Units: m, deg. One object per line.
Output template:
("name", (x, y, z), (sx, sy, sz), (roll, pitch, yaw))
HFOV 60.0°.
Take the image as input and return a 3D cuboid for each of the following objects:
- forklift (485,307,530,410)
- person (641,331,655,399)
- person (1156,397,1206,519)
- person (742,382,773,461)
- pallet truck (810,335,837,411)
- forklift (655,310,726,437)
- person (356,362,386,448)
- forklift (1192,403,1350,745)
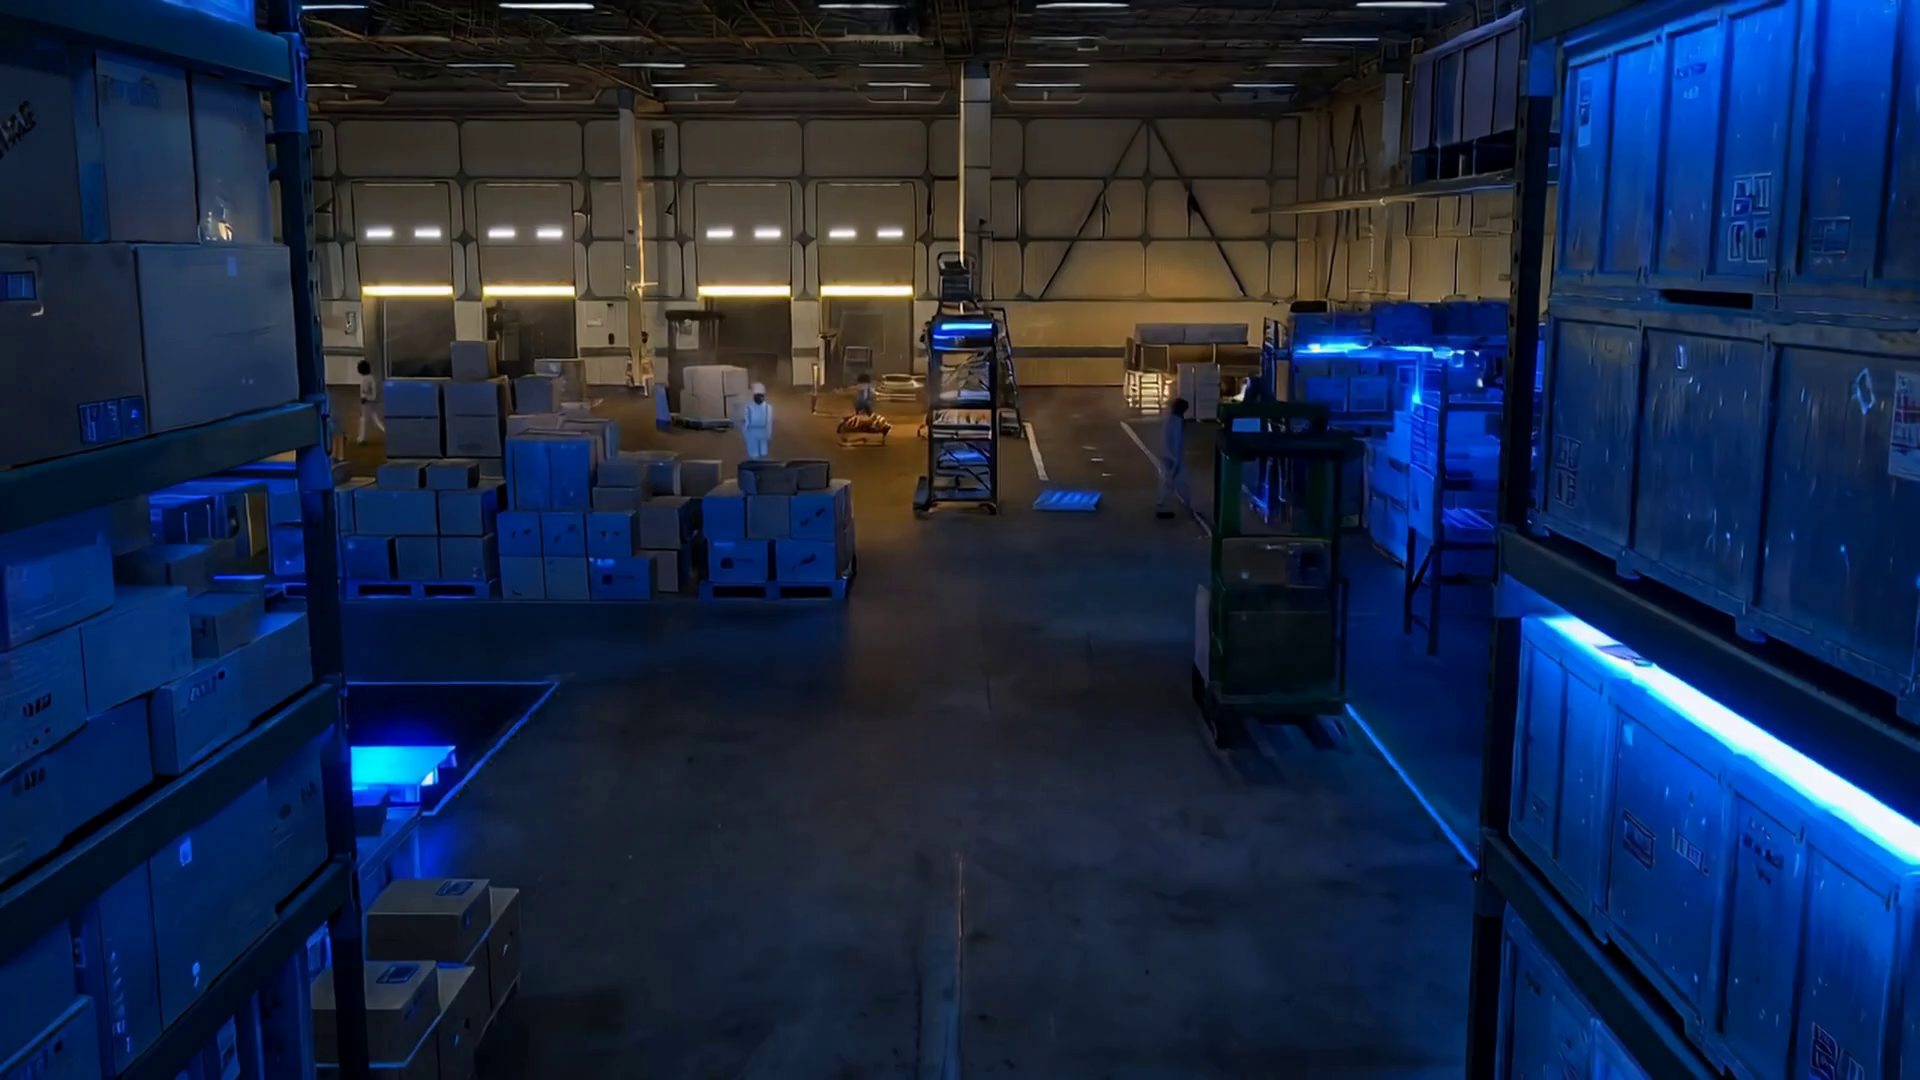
("forklift", (-10.754, -4.150, 39.646), (1.129, 2.768, 1.873), (0, 10, 1))
("person", (-8.837, -4.961, 47.079), (0.386, 1.929, 0.544), (-8, 12, -37))
("person", (3.450, -1.263, 25.807), (0.882, 1.901, 0.652), (-2, 10, -11))
("person", (-3.528, -1.805, 28.908), (0.554, 1.921, 0.784), (-3, 10, -15))
("pallet truck", (-3.021, -4.312, 43.126), (1.885, 1.965, 0.823), (3, 10, 17))
("forklift", (-6.209, -3.840, 37.859), (1.129, 2.768, 1.873), (-5, 11, -27))
("person", (-12.512, -2.878, 35.340), (0.979, 1.842, 0.595), (-6, 11, -31))
("forklift", (2.697, 0.199, 14.557), (1.129, 2.768, 1.873), (0, 10, 1))
